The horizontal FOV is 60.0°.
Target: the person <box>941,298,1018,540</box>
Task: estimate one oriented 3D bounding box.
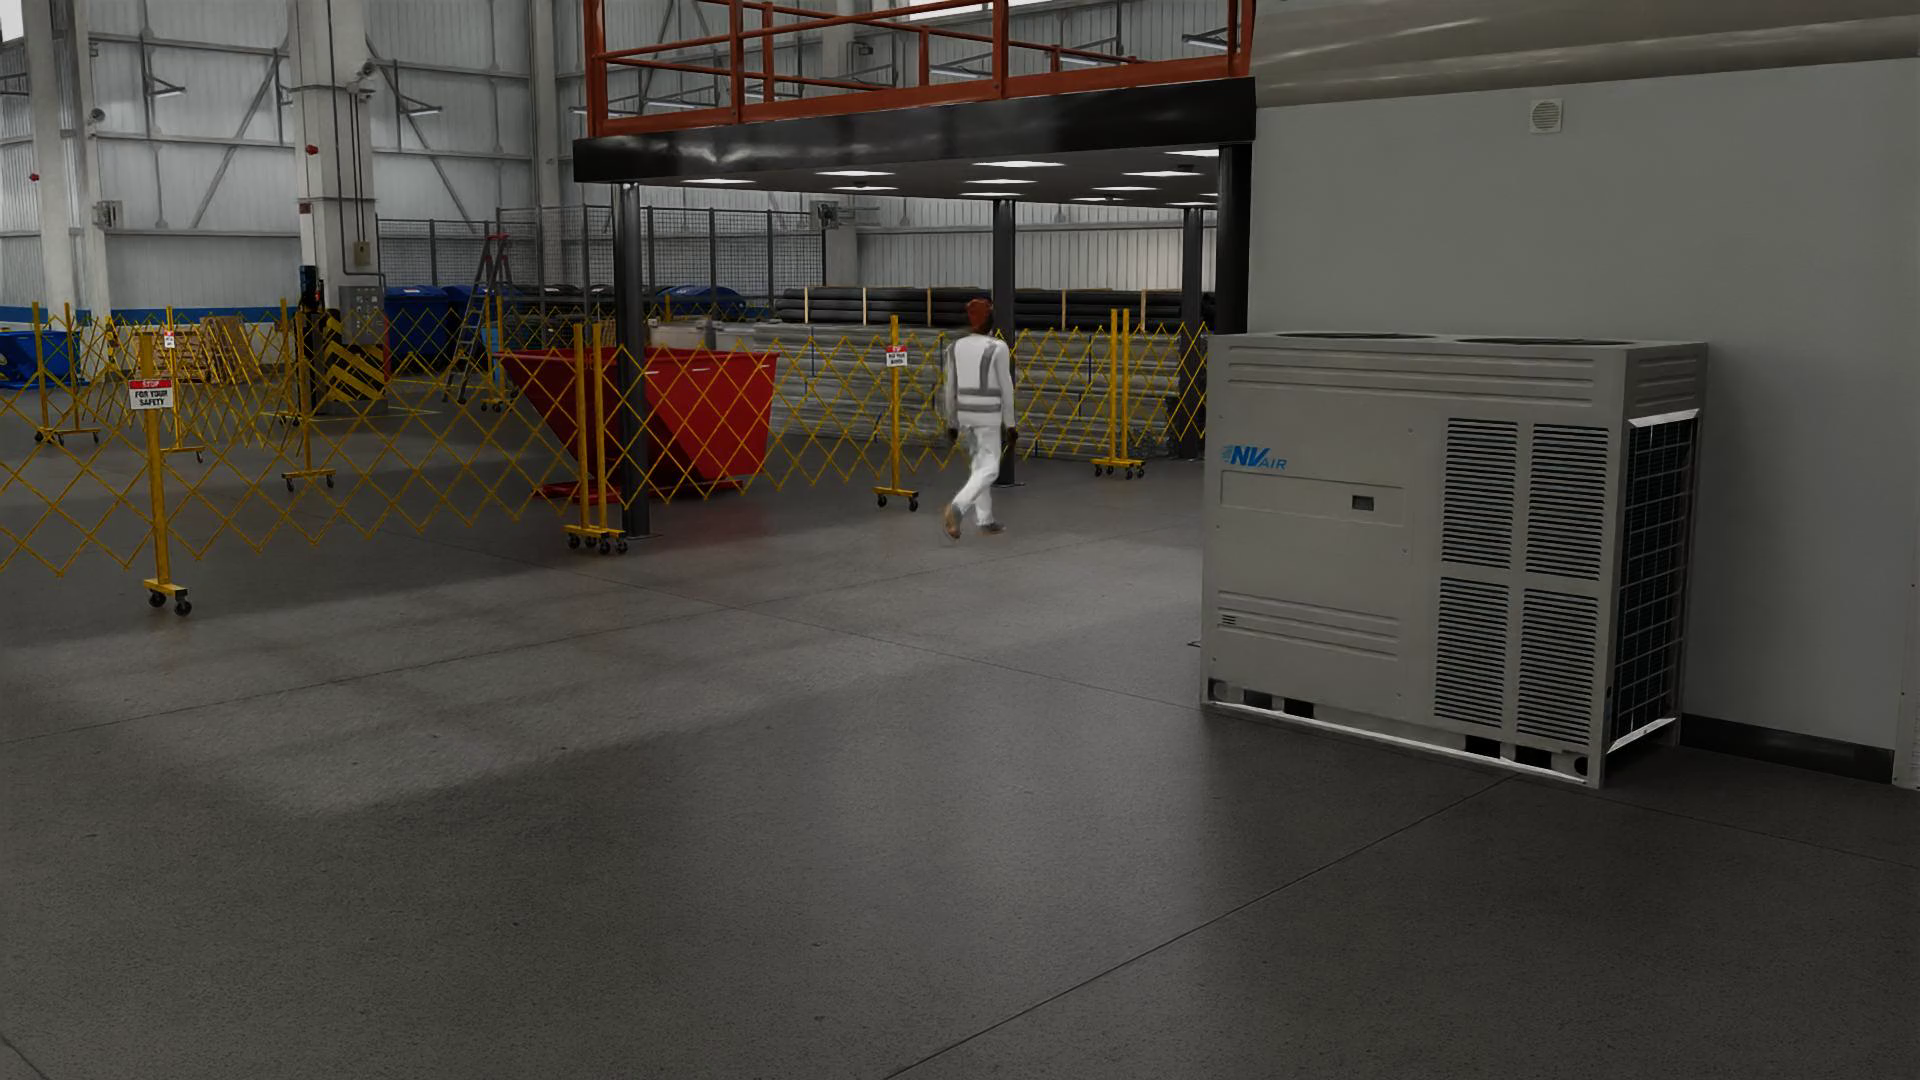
[{"bbox_3d":[0.103,-0.909,12.651,0.576,1.858,0.787,8,12,41],"label":"person"}]
